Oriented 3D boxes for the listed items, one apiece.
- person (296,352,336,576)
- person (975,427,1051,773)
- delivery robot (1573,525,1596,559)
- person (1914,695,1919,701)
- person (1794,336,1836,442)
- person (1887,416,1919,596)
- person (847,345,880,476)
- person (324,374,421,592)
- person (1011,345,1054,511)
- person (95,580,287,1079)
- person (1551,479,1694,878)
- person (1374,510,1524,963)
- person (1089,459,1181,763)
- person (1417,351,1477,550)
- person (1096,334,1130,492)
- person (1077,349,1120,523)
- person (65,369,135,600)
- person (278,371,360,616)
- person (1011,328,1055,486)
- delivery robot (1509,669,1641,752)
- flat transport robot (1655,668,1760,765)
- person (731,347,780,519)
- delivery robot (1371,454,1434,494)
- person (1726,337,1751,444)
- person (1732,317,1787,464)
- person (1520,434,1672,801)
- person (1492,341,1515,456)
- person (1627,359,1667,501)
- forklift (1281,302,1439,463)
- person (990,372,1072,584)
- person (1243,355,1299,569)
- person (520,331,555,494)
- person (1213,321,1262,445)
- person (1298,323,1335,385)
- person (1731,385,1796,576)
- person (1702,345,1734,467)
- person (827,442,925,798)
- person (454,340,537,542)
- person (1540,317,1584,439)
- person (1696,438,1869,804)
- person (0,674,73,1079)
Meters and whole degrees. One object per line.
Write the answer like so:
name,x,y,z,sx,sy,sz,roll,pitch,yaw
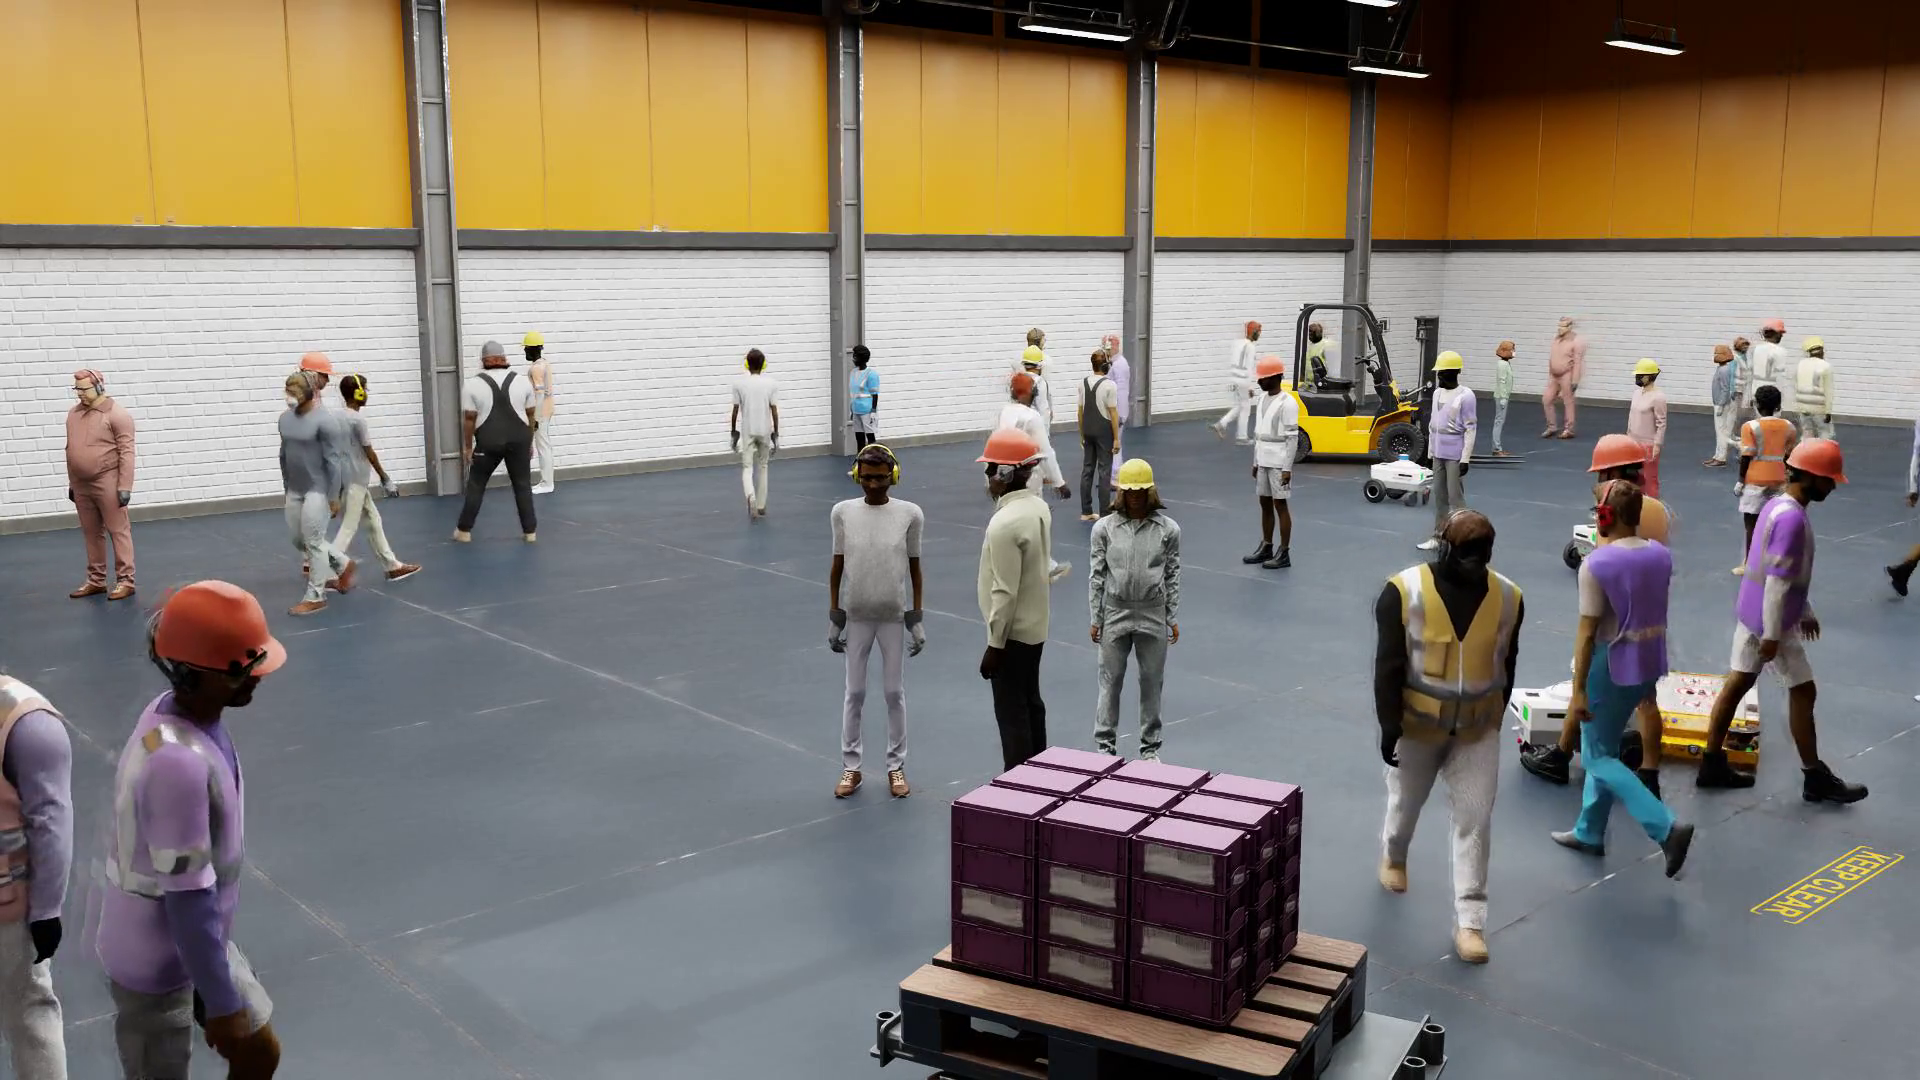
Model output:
person,-5.604,-0.641,14.502,0.403,1.984,0.612,-5,11,-28
person,0.254,0.443,8.127,0.382,1.994,0.613,3,10,19
delivery robot,5.836,-0.023,14.789,0.707,0.478,0.477,-3,10,-14
person,6.154,0.261,10.275,0.321,1.629,0.516,2,10,9
person,10.832,-1.669,21.076,0.422,1.806,0.611,-3,10,-17
person,8.028,-0.462,13.685,0.807,1.911,0.548,-2,10,-12
person,-1.222,-1.626,21.107,0.320,1.697,0.537,-8,12,-38
person,-5.067,-0.493,14.122,0.940,1.821,0.493,-7,12,-37
person,0.810,-1.227,18.361,0.404,1.836,0.600,-6,12,-33
person,-2.038,1.080,4.390,0.816,1.988,0.624,-3,10,-15
person,3.042,0.633,7.556,0.564,1.814,0.751,-6,11,-31
person,2.023,0.740,6.985,0.618,1.801,0.963,1,10,5
person,0.941,0.427,8.957,0.494,1.743,0.309,0,10,0
person,4.605,-0.821,15.727,0.379,1.924,0.594,-4,10,-20
person,1.840,-1.541,20.108,0.400,1.880,0.686,-1,10,-7
person,1.469,-1.080,17.479,0.514,1.845,0.339,9,13,42
person,-7.082,-0.455,13.661,0.639,1.903,0.409,3,10,17
person,-5.089,-0.388,13.211,0.636,1.924,0.700,5,11,29
person,0.899,-1.629,20.436,0.376,1.936,0.627,-9,14,-44
delivery robot,3.387,0.949,9.098,0.707,0.478,0.477,1,10,5
flat transport robot,4.355,1.012,9.834,0.652,0.197,1.431,4,11,24
person,-2.183,-1.127,17.756,0.527,1.849,0.722,-1,10,-8
delivery robot,5.051,-0.732,18.943,0.477,0.478,0.707,-9,13,-43
person,11.632,-2.239,24.935,0.572,1.609,0.411,-9,13,-41
person,10.525,-1.910,21.831,0.706,2.013,0.611,-2,10,-12
person,3.386,0.398,8.720,0.588,1.883,0.886,-6,11,-29
person,7.625,-1.972,23.322,0.278,1.633,0.507,4,10,21
person,7.032,-0.981,17.134,0.325,1.767,0.533,-2,10,-12
forklift,5.320,-2.157,22.763,2.313,2.155,1.214,3,10,16
person,0.590,-0.477,13.957,0.946,1.830,0.616,-5,11,-26
person,2.804,-0.701,15.022,0.386,1.925,0.548,-4,11,-23
person,-5.006,-1.509,19.751,0.367,1.928,0.584,-1,10,-7
person,4.167,-2.327,24.725,0.583,1.862,0.634,-2,10,-10
person,5.495,-2.436,25.613,0.994,1.789,0.633,-3,10,-17
person,7.024,-0.507,14.555,0.540,1.697,0.317,-2,10,-14
person,10.173,-1.794,22.275,0.284,1.634,0.498,3,10,19
person,-0.439,0.419,8.654,0.510,1.865,0.329,0,10,0
person,-4.573,-0.996,16.419,0.788,2.000,0.540,-4,10,-22
person,9.226,-2.480,25.544,0.676,1.883,0.670,-5,11,-27
person,4.320,0.412,8.602,0.898,1.883,0.579,3,10,16
person,-2.931,1.068,4.915,0.633,1.843,0.429,2,10,13
